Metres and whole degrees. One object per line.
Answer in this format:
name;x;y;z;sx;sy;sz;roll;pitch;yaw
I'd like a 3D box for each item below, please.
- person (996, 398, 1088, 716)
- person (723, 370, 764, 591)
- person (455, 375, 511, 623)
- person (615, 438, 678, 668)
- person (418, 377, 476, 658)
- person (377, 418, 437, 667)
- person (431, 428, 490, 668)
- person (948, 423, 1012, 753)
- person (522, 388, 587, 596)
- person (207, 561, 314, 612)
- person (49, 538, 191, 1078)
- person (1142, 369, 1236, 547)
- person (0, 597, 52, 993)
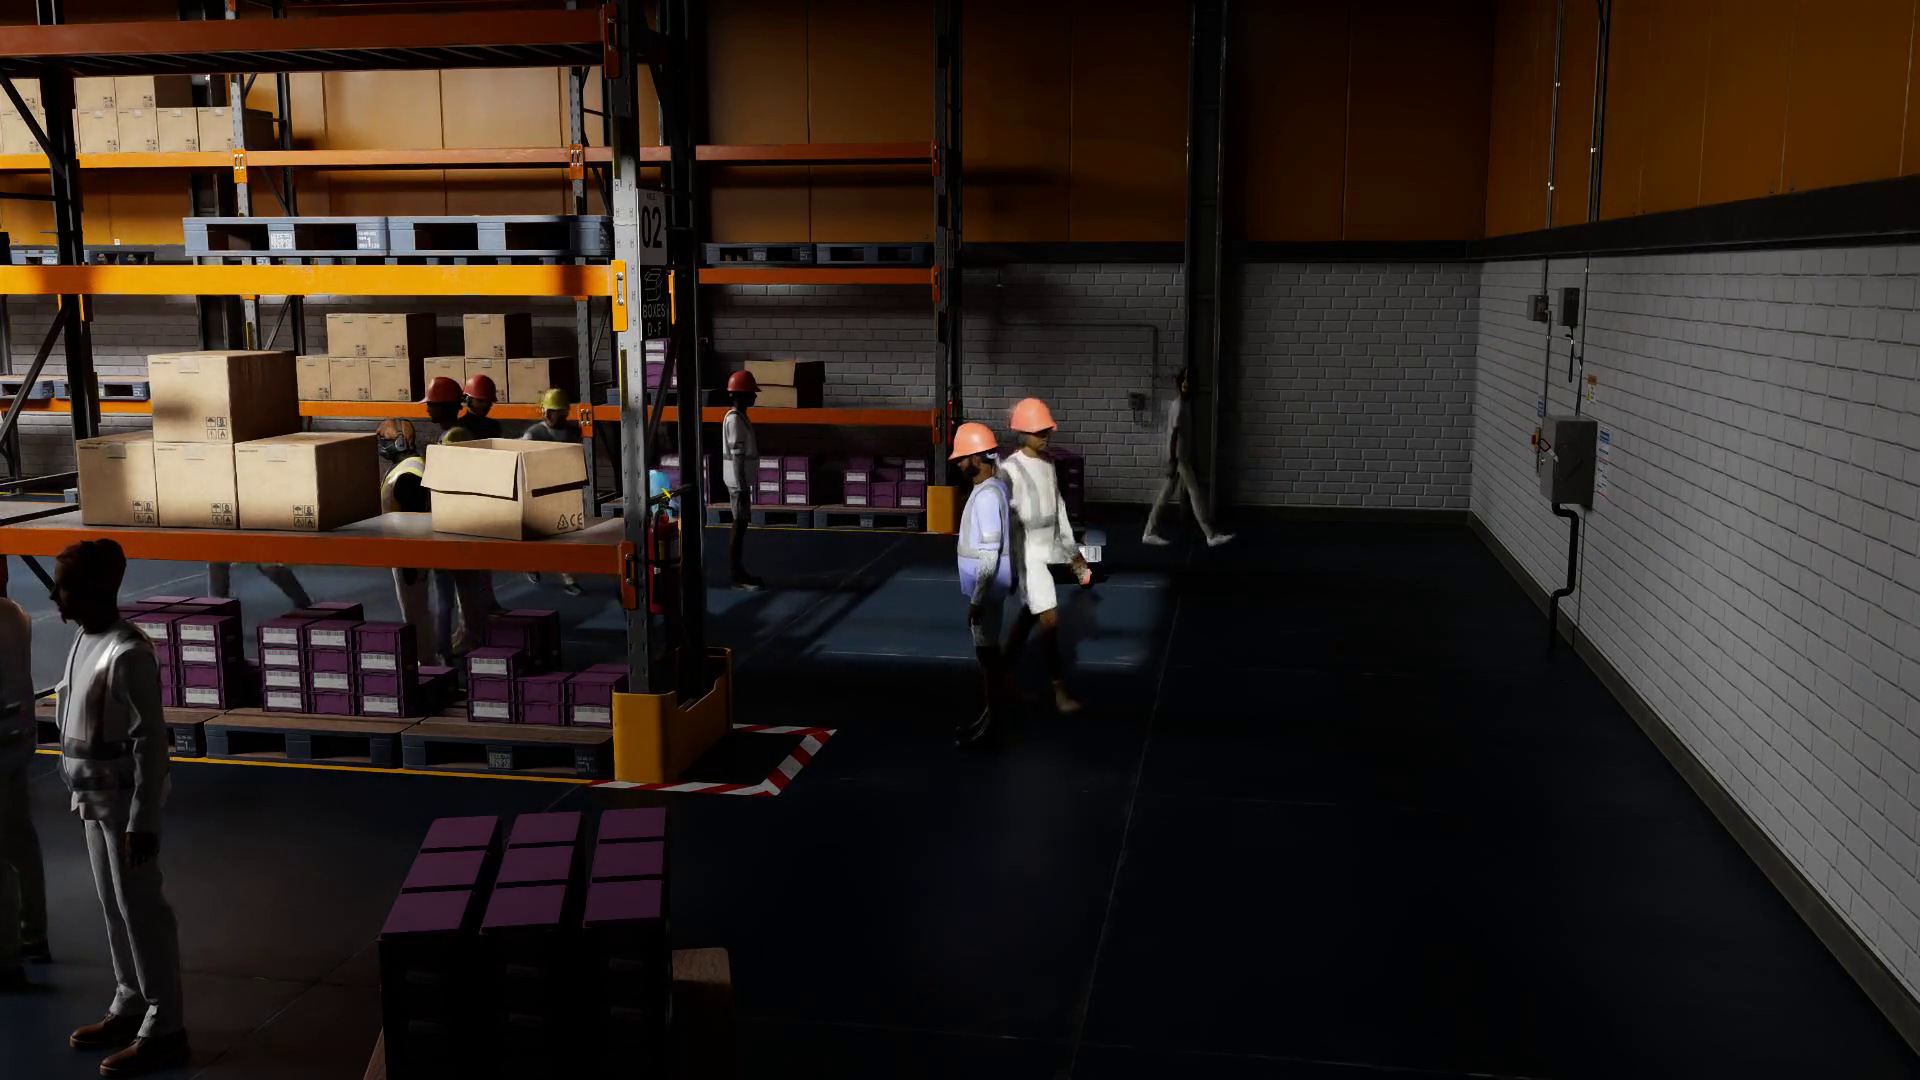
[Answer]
person;0.490;0.098;10.576;0.693;2.003;0.680;4;10;22
person;-1.902;-0.521;14.636;0.358;1.936;0.552;-1;9;-7
person;-3.822;-0.322;13.258;0.401;1.984;0.612;4;10;22
person;-2.210;0.081;11.699;0.527;1.677;0.539;3;10;19
person;-3.705;-0.165;12.100;0.378;2.041;0.616;-3;10;-17
person;-3.707;0.099;11.133;0.430;1.836;0.618;-3;10;-20
person;-3.463;0.097;11.501;0.543;1.726;0.741;-9;13;-44
person;0.115;0.278;9.710;0.374;1.928;0.543;1;9;4
person;-3.547;-0.426;14.479;0.602;1.803;0.667;-8;12;-42
person;-5.446;-0.187;12.715;0.633;1.900;1.013;8;12;40
person;-2.959;0.924;5.834;0.340;1.882;0.586;-9;13;-43
person;2.309;-0.829;16.915;0.965;1.815;0.548;1;9;9
person;-3.818;0.849;6.469;0.403;1.827;0.601;-1;9;-7
